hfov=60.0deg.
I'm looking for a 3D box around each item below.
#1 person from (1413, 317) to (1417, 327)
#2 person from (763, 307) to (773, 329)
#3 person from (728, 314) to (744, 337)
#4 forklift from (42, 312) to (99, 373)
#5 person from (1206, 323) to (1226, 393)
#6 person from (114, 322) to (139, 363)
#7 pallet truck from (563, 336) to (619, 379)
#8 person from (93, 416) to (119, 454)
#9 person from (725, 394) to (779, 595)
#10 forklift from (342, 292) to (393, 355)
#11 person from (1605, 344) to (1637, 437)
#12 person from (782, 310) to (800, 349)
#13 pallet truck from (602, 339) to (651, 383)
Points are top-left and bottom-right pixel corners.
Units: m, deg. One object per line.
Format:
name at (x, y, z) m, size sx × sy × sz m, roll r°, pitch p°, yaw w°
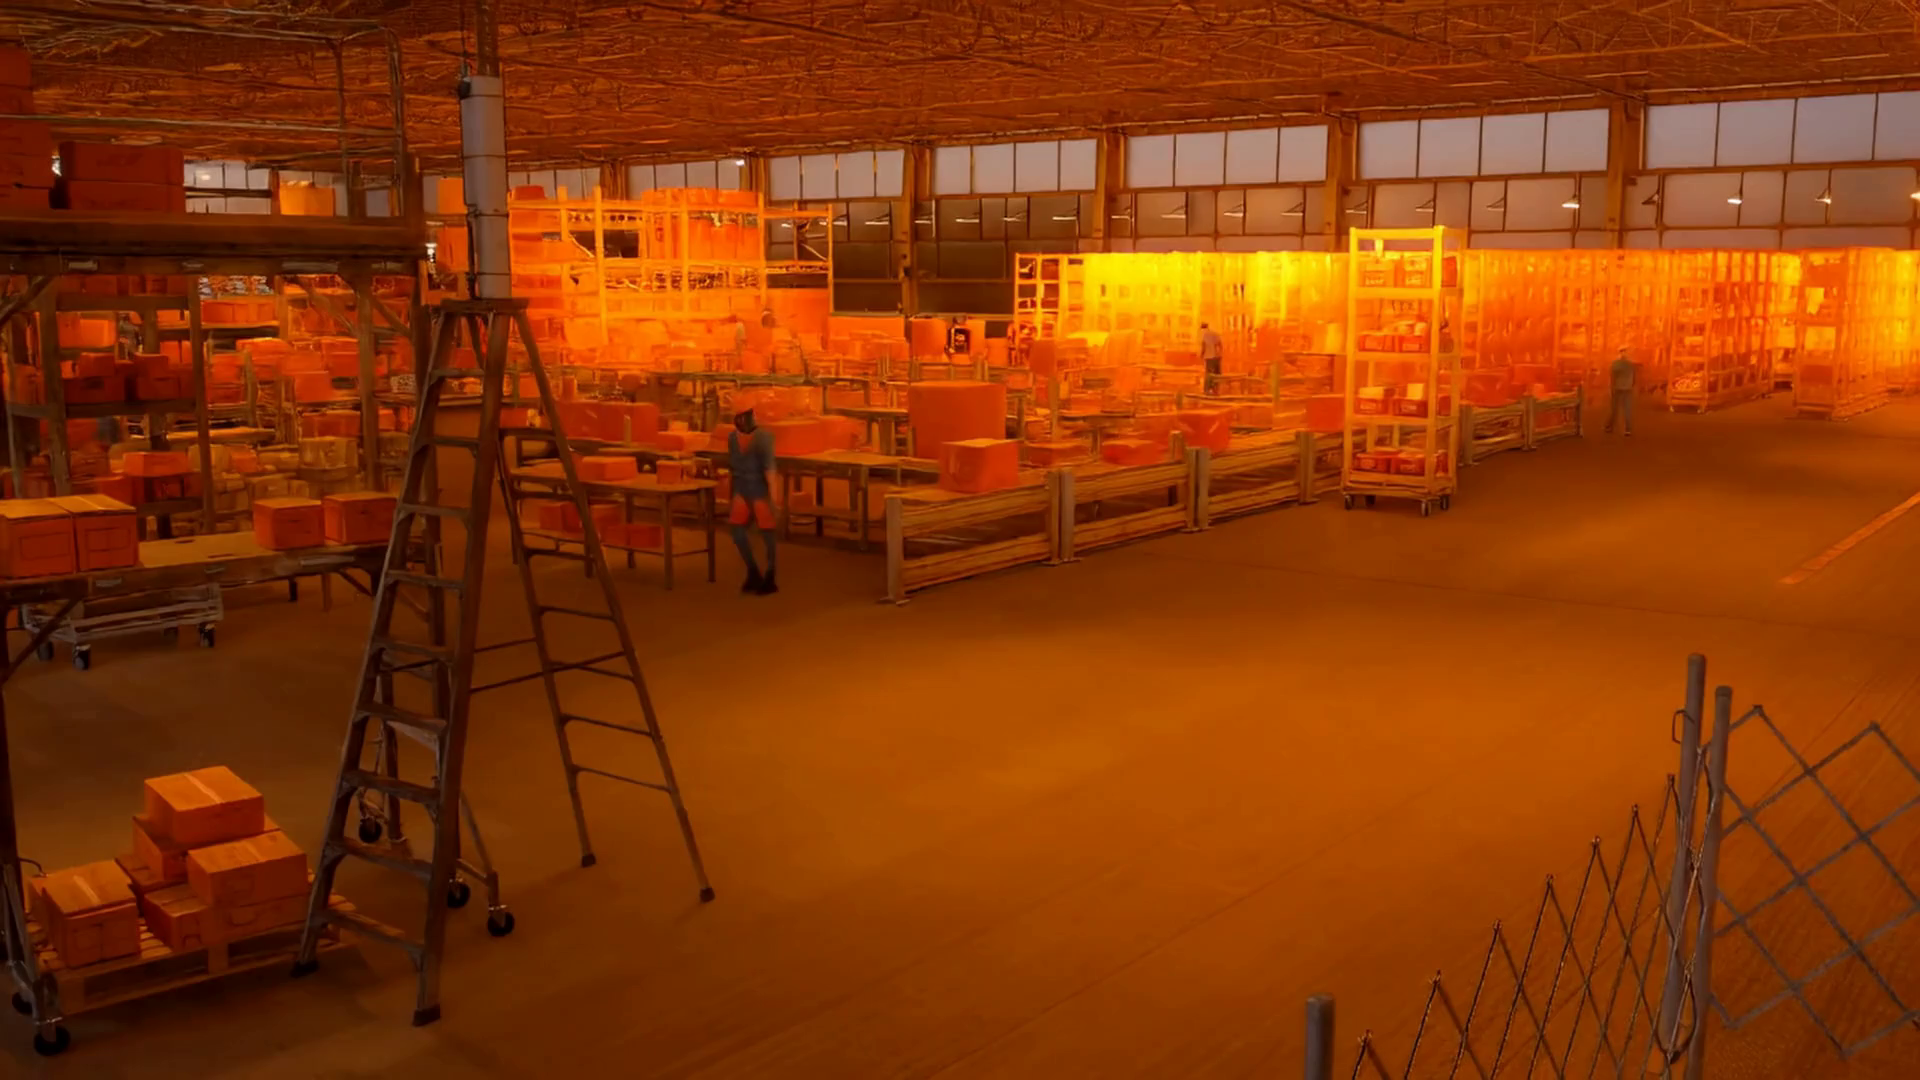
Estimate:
person at (12.914, -5.575, 47.427) m, size 0.377 × 2.045 × 0.605 m, roll 1°, pitch 9°, yaw 8°
person at (-7.382, -8.046, 63.777) m, size 0.525 × 1.754 × 0.379 m, roll 7°, pitch 11°, yaw 36°
person at (-6.735, -5.895, 50.150) m, size 0.594 × 1.810 × 0.779 m, roll -8°, pitch 12°, yaw -42°
forklift at (-23.779, -5.451, 44.052) m, size 1.873 × 2.768 × 1.129 m, roll 7°, pitch 11°, yaw 36°
person at (6.359, -4.549, 41.783) m, size 0.401 × 1.808 × 0.743 m, roll -4°, pitch 10°, yaw -25°
person at (-17.148, -3.488, 34.413) m, size 0.395 × 2.038 × 0.614 m, roll 2°, pitch 9°, yaw 14°
pallet truck at (-10.690, -5.294, 48.215) m, size 1.601 × 1.201 × 0.680 m, roll -5°, pitch 10°, yaw -26°
person at (-11.346, -1.311, 22.112) m, size 0.514 × 1.616 × 0.583 m, roll 5°, pitch 11°, yaw 31°
person at (-1.944, -0.420, 15.658) m, size 0.651 × 1.909 × 0.523 m, roll 5°, pitch 10°, yaw 28°
forklift at (-16.485, -5.622, 45.120) m, size 1.129 × 2.768 × 1.873 m, roll 7°, pitch 11°, yaw 37°
person at (12.389, -2.796, 31.098) m, size 0.529 × 1.727 × 0.893 m, roll 1°, pitch 9°, yaw 3°
person at (-5.331, -6.421, 53.222) m, size 0.679 × 1.870 × 0.877 m, roll -7°, pitch 11°, yaw -36°
pallet truck at (-8.991, -4.871, 45.351) m, size 0.653 × 1.274 × 1.630 m, roll 7°, pitch 11°, yaw 37°
